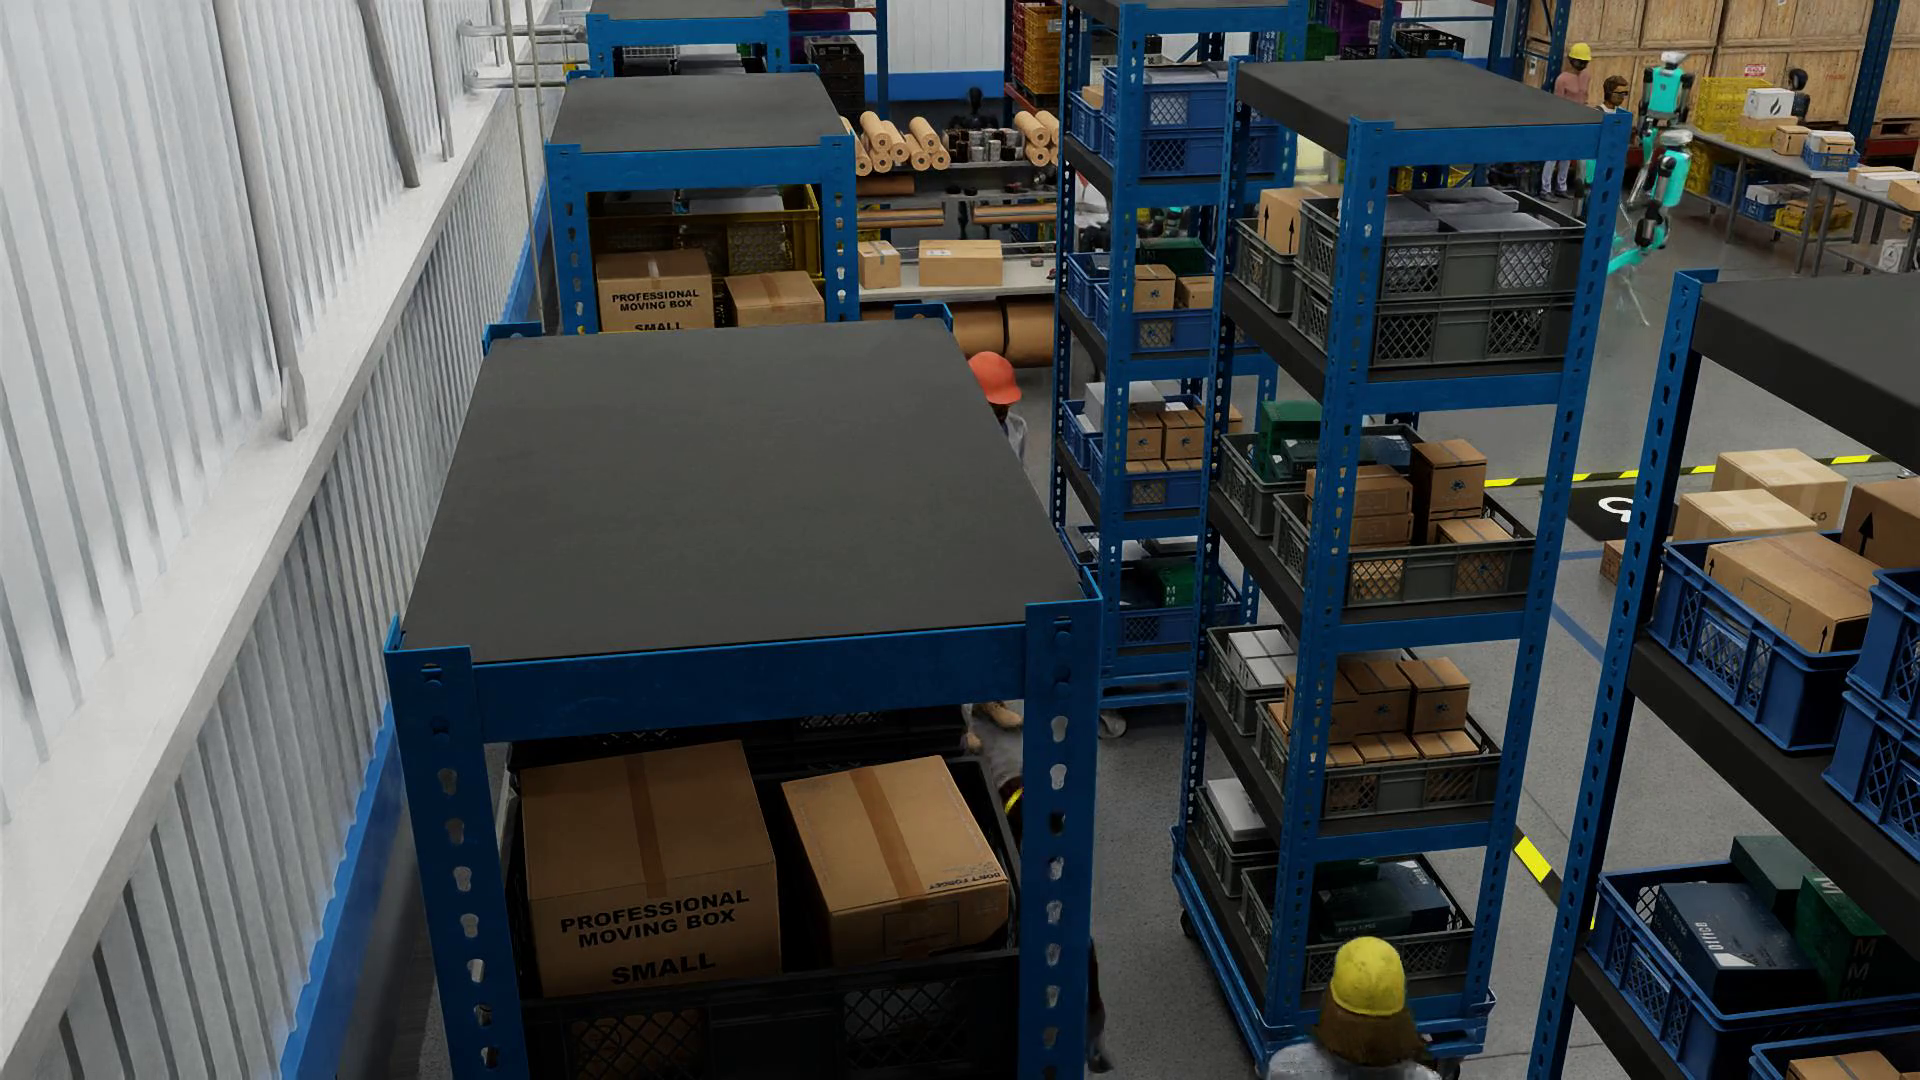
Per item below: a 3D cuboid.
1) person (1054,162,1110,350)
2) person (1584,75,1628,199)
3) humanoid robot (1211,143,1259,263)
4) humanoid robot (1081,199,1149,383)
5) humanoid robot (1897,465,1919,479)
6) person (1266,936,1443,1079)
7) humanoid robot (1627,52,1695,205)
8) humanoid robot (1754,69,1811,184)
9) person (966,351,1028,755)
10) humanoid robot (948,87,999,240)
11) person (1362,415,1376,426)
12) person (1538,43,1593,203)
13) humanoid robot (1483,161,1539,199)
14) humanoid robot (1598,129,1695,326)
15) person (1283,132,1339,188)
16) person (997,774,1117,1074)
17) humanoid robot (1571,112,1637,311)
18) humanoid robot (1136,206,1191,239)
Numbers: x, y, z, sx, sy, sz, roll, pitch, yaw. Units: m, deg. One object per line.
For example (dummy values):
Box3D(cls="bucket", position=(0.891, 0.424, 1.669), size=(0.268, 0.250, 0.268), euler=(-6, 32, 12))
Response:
Box3D(cls="person", position=(1.064, -2.510, 13.795), size=(0.590, 1.910, 0.382), euler=(8, 26, 18))
Box3D(cls="person", position=(6.256, -3.618, 16.296), size=(0.506, 1.837, 0.333), euler=(-21, 32, -38))
Box3D(cls="humanoid robot", position=(2.465, -2.615, 14.291), size=(0.611, 1.652, 0.311), euler=(5, 25, 10))
Box3D(cls="humanoid robot", position=(1.189, -1.894, 12.740), size=(0.595, 1.642, 0.456), euler=(-5, 25, -10))
Box3D(cls="humanoid robot", position=(6.431, -1.148, 10.873), size=(0.735, 1.681, 0.533), euler=(-11, 27, -22))
Box3D(cls="person", position=(1.041, 1.854, 4.542), size=(0.490, 1.719, 0.441), euler=(5, 25, 11))
Box3D(cls="humanoid robot", position=(7.765, -4.503, 18.309), size=(0.558, 1.736, 0.879), euler=(20, 32, 37))
Box3D(cls="humanoid robot", position=(8.817, -4.257, 17.925), size=(0.608, 1.623, 0.764), euler=(-10, 27, -21))
Box3D(cls="person", position=(0.128, 0.061, 8.047), size=(0.391, 2.041, 0.612), euler=(22, 33, 39))
Box3D(cls="humanoid robot", position=(0.144, -3.711, 16.714), size=(0.600, 1.625, 0.766), euler=(-5, 25, -11))
Box3D(cls="person", position=(1.800, 0.190, 7.991), size=(0.589, 1.852, 0.399), euler=(1, 25, 1))
Box3D(cls="person", position=(6.848, -4.686, 18.701), size=(0.525, 1.759, 0.336), euler=(-14, 28, -27))
Box3D(cls="humanoid robot", position=(5.243, -3.398, 15.980), size=(0.601, 1.654, 0.354), euler=(2, 25, 4))
Box3D(cls="humanoid robot", position=(5.812, -2.676, 14.413), size=(0.797, 1.805, 0.530), euler=(21, 32, 37))
Box3D(cls="person", position=(3.196, -3.231, 15.515), size=(0.613, 1.787, 0.997), euler=(-5, 25, -10))
Box3D(cls="person", position=(0.203, 1.534, 5.109), size=(0.503, 1.808, 1.020), euler=(-14, 28, -28))
Box3D(cls="humanoid robot", position=(5.831, -2.847, 14.819), size=(0.530, 1.813, 0.811), euler=(-17, 30, -32))
Box3D(cls="humanoid robot", position=(1.574, -2.442, 13.816), size=(0.737, 1.766, 0.538), euler=(-12, 27, -24))
